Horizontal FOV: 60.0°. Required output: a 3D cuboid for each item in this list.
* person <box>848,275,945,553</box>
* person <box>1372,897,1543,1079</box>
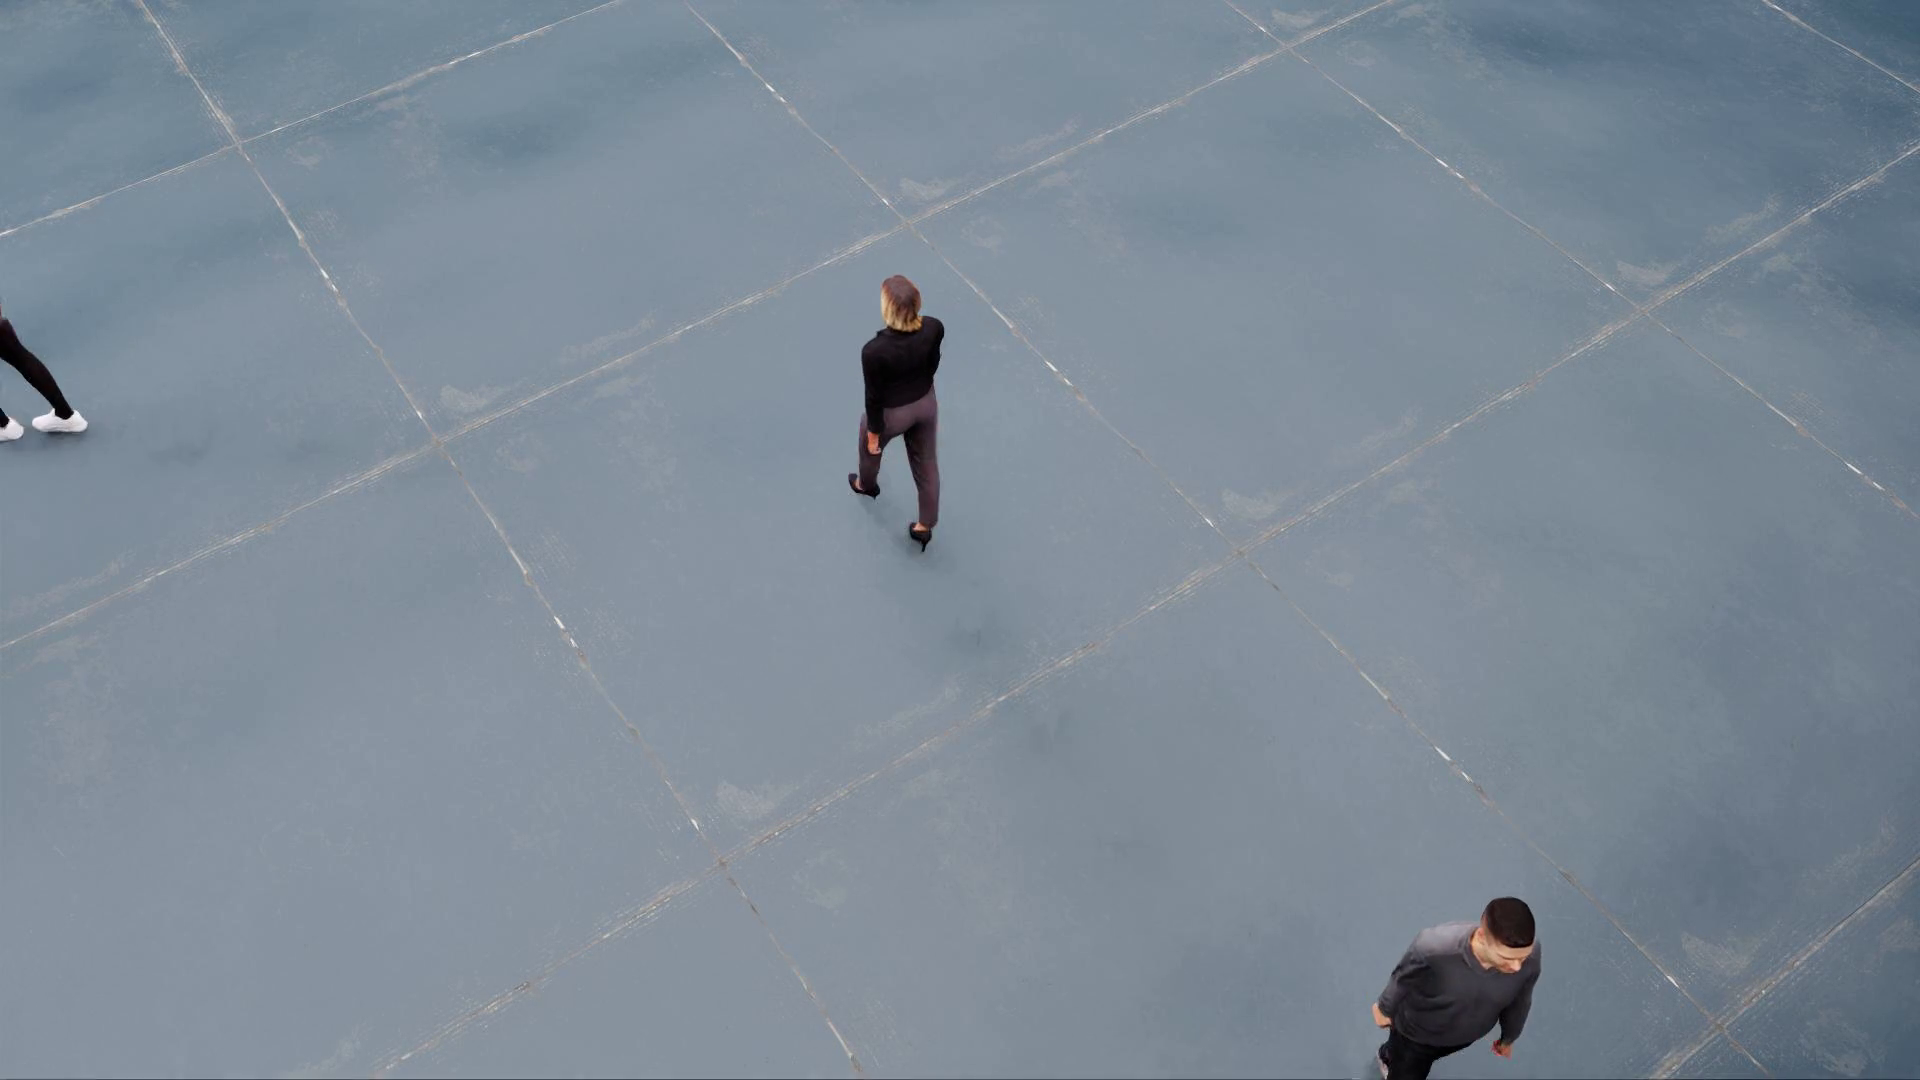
[{"bbox_3d":[-0.218,-0.515,7.767,0.628,1.652,0.829,-28,57,-20],"label":"person"},{"bbox_3d":[1.732,1.656,6.025,0.887,1.746,1.024,-4,52,-3],"label":"person"}]
